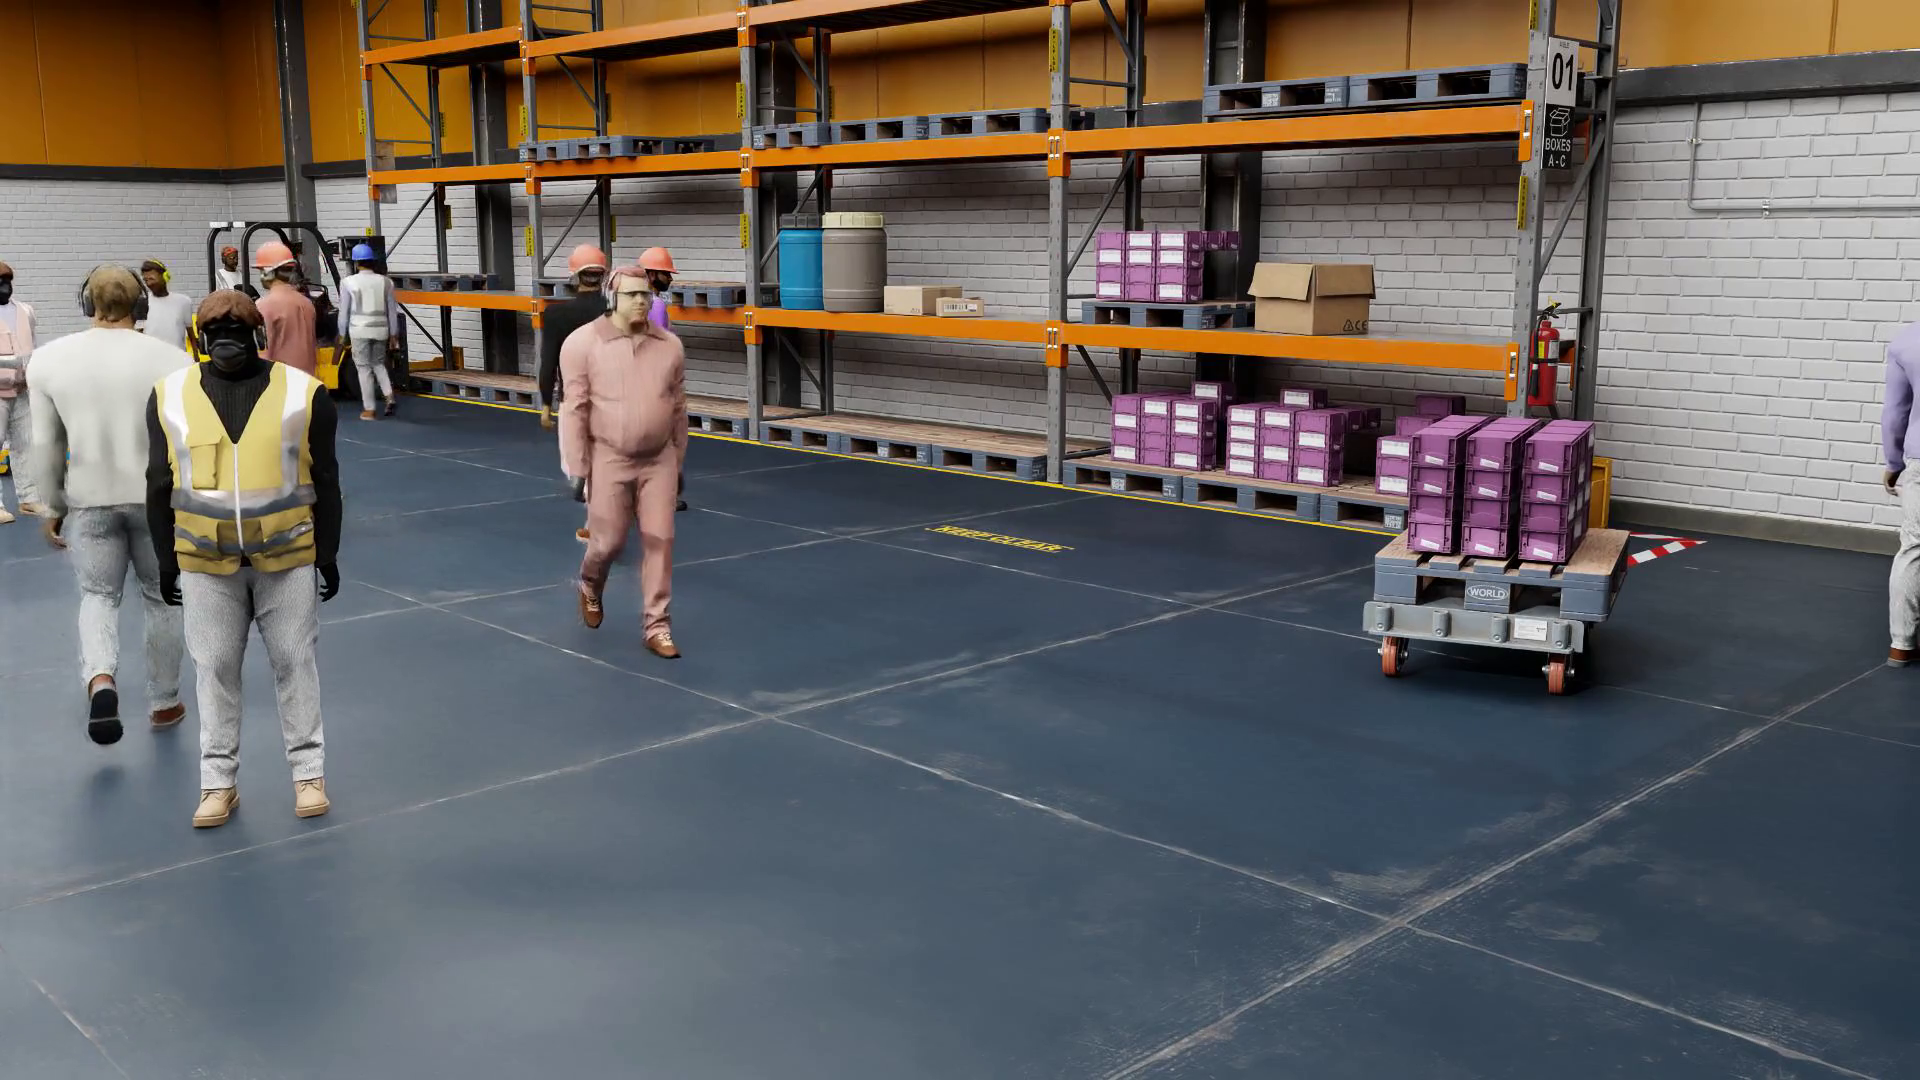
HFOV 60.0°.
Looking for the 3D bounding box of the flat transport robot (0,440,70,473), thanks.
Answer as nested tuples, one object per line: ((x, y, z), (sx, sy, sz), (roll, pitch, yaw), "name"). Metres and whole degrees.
((-7.964, -0.758, 14.507), (1.431, 0.197, 0.652), (-10, 14, -44), "flat transport robot")

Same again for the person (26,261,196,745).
((-3.299, -0.127, 6.559), (0.633, 1.924, 0.705), (-4, 11, -19), "person")

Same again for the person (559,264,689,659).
((-1.619, -0.392, 8.089), (0.655, 1.889, 0.710), (-6, 12, -30), "person")

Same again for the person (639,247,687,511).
((-2.236, -1.175, 12.238), (0.369, 1.933, 0.551), (-6, 12, -30), "person")

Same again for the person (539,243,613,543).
((-2.345, -0.898, 10.629), (0.620, 1.976, 0.797), (-7, 13, -35), "person")

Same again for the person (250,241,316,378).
((-4.604, -1.032, 11.334), (0.457, 1.978, 0.654), (2, 11, 11), "person")

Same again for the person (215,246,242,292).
((-9.518, -2.891, 21.776), (0.351, 1.878, 0.567), (5, 12, 26), "person")

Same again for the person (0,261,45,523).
((-6.793, -1.056, 11.847), (0.429, 1.844, 0.624), (4, 11, 23), "person")

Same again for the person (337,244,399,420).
((-6.485, -2.267, 18.218), (0.609, 1.932, 0.441), (-10, 14, -44), "person")

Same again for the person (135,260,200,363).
((-7.017, -1.572, 14.748), (0.539, 1.821, 0.961), (-4, 11, -20), "person")

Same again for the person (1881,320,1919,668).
((4.574, -0.338, 7.668), (0.376, 1.940, 0.627), (-7, 13, -35), "person")

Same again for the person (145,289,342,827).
((-2.455, 0.063, 5.744), (0.625, 1.844, 0.429), (-3, 11, -17), "person")

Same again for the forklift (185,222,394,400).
((-8.169, -2.758, 20.163), (2.313, 2.155, 1.214), (-10, 14, -44), "forklift")
